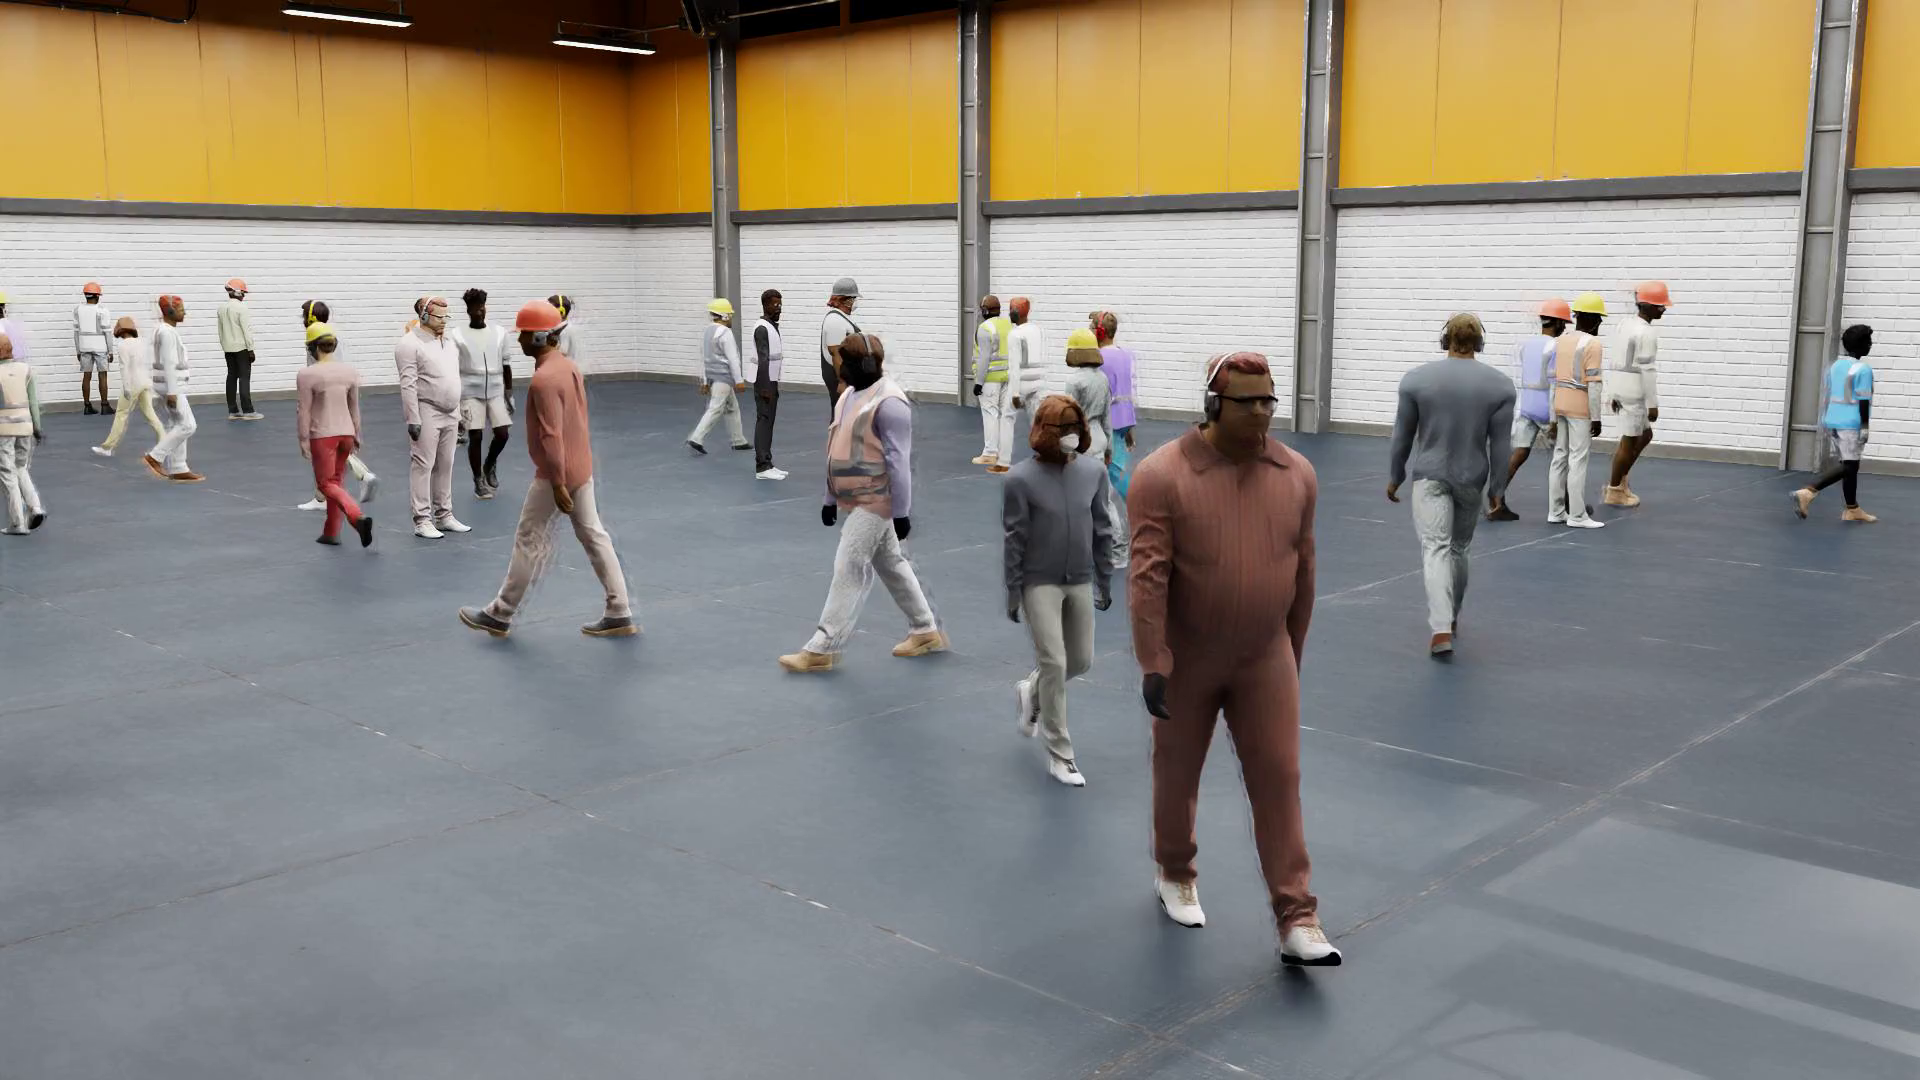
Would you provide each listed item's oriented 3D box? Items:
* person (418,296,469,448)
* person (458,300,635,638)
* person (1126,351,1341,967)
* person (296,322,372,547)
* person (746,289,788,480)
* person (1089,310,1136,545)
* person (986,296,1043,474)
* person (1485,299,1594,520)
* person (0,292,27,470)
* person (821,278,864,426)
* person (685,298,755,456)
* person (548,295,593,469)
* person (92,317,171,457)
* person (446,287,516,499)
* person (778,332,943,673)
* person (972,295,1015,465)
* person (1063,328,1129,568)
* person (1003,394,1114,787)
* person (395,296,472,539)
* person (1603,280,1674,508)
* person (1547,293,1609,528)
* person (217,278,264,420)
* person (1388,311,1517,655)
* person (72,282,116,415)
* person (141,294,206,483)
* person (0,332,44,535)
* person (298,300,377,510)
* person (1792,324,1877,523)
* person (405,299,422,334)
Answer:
[{"bbox_3d":[-6.040,-1.940,19.430,0.819,1.798,0.620,-5,10,-26],"label":"person"},{"bbox_3d":[-2.354,-0.394,9.532,1.009,1.939,0.624,1,9,8],"label":"person"},{"bbox_3d":[0.841,0.371,5.093,0.646,1.867,0.950,-2,9,-9],"label":"person"},{"bbox_3d":[-4.708,-0.778,12.560,0.754,1.730,0.528,6,11,32],"label":"person"},{"bbox_3d":[-1.951,-1.575,16.853,0.399,1.916,0.590,1,9,3],"label":"person"},{"bbox_3d":[1.162,-0.863,12.845,0.967,1.808,0.577,5,11,30],"label":"person"},{"bbox_3d":[0.723,-1.563,17.013,0.910,1.853,0.584,7,12,37],"label":"person"},{"bbox_3d":[4.892,-1.089,14.022,1.033,1.876,0.553,-3,10,-20],"label":"person"},{"bbox_3d":[-10.014,-1.663,17.403,0.414,1.911,0.600,0,9,1],"label":"person"},{"bbox_3d":[-1.137,-1.643,16.883,0.538,2.000,0.689,0,9,-2],"label":"person"},{"bbox_3d":[-2.756,-1.857,18.977,0.916,1.794,0.589,-5,10,-28],"label":"person"},{"bbox_3d":[-4.193,-1.649,17.519,0.648,1.844,0.552,-2,9,-10],"label":"person"},{"bbox_3d":[-9.342,-1.720,18.752,0.790,1.574,0.513,1,9,5],"label":"person"},{"bbox_3d":[-4.426,-1.351,15.366,0.628,1.948,0.455,-6,11,-32],"label":"person"},{"bbox_3d":[-0.502,-0.209,8.877,0.982,1.792,0.642,-4,10,-23],"label":"person"},{"bbox_3d":[0.344,-1.737,18.091,0.430,1.839,0.619,6,11,34],"label":"person"},{"bbox_3d":[0.834,-0.658,11.902,0.931,1.692,0.493,5,11,29],"label":"person"},{"bbox_3d":[0.385,0.179,7.014,0.506,1.611,0.643,-5,10,-26],"label":"person"},{"bbox_3d":[-4.158,-0.974,13.213,0.407,1.903,0.639,3,10,19],"label":"person"},{"bbox_3d":[5.966,-1.266,14.644,0.520,2.015,0.649,1,9,3],"label":"person"},{"bbox_3d":[5.080,-1.060,13.673,0.383,1.923,0.588,-2,10,-13],"label":"person"},{"bbox_3d":[-10.158,-2.683,23.434,0.611,1.985,0.393,5,10,28],"label":"person"},{"bbox_3d":[2.740,-0.323,9.277,0.641,1.899,1.009,1,9,7],"label":"person"},{"bbox_3d":[-12.588,-2.780,24.209,0.543,1.930,0.380,0,9,-2],"label":"person"},{"bbox_3d":[-7.774,-1.478,16.382,0.472,1.870,0.612,-4,10,-23],"label":"person"},{"bbox_3d":[-7.580,-0.842,13.221,0.367,1.623,0.549,4,10,22],"label":"person"},{"bbox_3d":[-5.519,-1.172,14.566,0.611,1.858,0.526,2,9,10],"label":"person"},{"bbox_3d":[7.304,-0.955,13.783,0.708,1.673,0.540,0,9,2],"label":"person"},{"bbox_3d":[-7.679,-2.603,23.822,0.536,1.696,0.322,3,10,15],"label":"person"}]
